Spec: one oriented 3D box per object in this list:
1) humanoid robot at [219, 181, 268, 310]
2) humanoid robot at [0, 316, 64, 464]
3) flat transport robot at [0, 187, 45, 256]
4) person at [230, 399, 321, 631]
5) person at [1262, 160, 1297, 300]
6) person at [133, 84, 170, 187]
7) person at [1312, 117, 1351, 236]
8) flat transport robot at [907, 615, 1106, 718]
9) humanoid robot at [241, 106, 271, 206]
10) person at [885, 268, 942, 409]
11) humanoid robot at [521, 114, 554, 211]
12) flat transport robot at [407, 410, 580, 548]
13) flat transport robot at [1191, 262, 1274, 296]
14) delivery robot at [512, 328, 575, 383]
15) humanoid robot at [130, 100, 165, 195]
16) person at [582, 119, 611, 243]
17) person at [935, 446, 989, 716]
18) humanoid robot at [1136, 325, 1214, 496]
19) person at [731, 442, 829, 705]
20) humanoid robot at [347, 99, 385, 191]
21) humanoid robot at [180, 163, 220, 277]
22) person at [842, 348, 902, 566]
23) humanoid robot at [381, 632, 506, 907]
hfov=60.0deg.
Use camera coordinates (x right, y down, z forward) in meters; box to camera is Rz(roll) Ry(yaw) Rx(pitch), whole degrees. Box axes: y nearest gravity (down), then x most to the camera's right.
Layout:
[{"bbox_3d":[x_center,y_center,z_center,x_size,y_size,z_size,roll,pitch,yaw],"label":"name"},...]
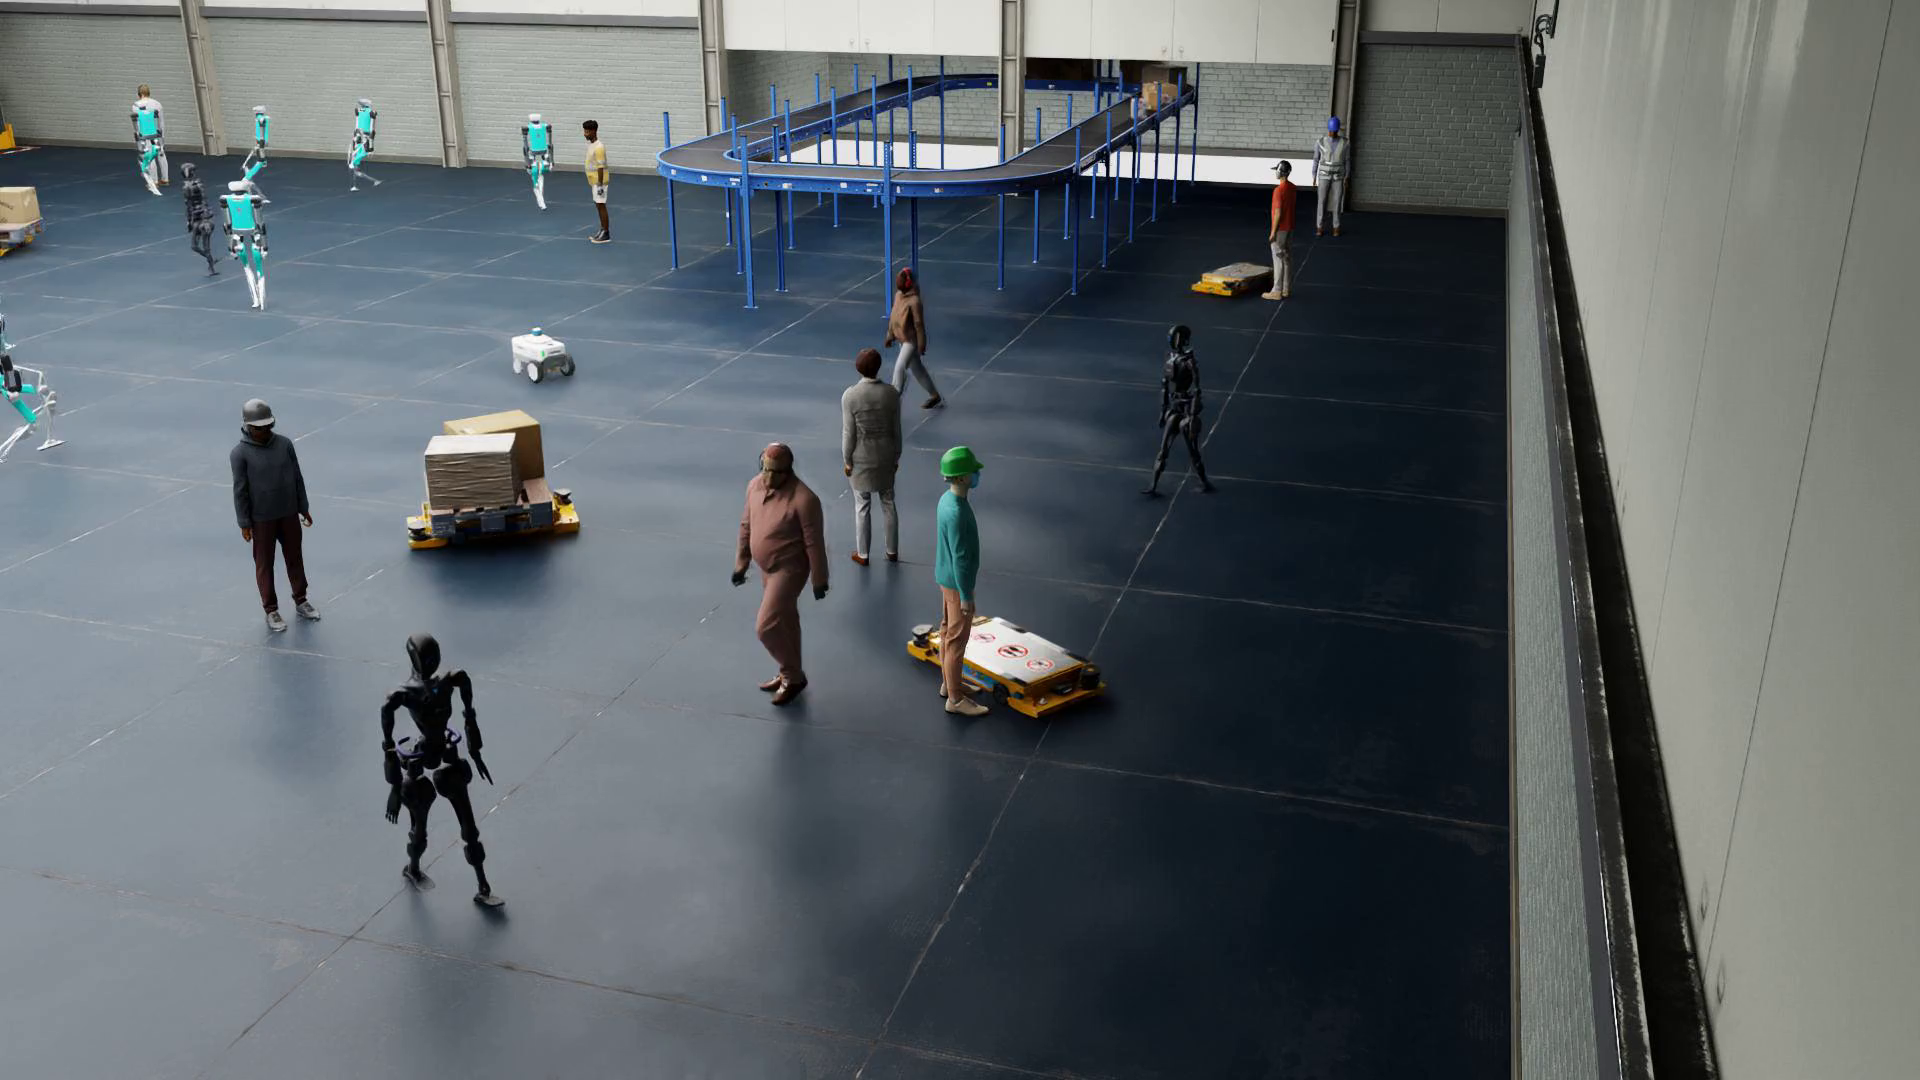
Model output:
[{"bbox_3d":[-9.569,-3.942,22.487,0.540,1.873,0.737,-2,21,-6],"label":"humanoid robot"},{"bbox_3d":[-9.219,-1.581,16.301,0.552,1.753,1.080,16,26,36],"label":"humanoid robot"},{"bbox_3d":[-15.304,-4.695,26.355,0.659,0.231,1.431,-3,21,-7],"label":"flat transport robot"},{"bbox_3d":[-5.192,-0.206,12.577,0.378,1.807,0.544,20,28,41],"label":"person"},{"bbox_3d":[4.423,-4.293,23.035,0.416,1.911,0.475,18,27,38],"label":"person"},{"bbox_3d":[-15.610,-7.794,32.096,0.369,1.934,0.628,10,23,24],"label":"person"},{"bbox_3d":[6.106,-5.984,27.387,0.621,1.935,0.410,2,21,5],"label":"person"},{"bbox_3d":[0.317,0.871,11.918,0.659,0.231,1.431,-17,27,-37],"label":"flat transport robot"},{"bbox_3d":[-12.871,-6.935,30.181,0.802,1.803,0.530,-7,22,-19],"label":"humanoid robot"},{"bbox_3d":[-0.541,-2.135,17.845,0.872,1.606,0.451,-11,24,-27],"label":"person"},{"bbox_3d":[-7.491,-6.681,29.459,0.542,1.737,0.975,-11,24,-26],"label":"humanoid robot"},{"bbox_3d":[-4.122,-0.186,14.659,1.431,0.231,0.659,-7,22,-18],"label":"flat transport robot"},{"bbox_3d":[3.985,-3.746,23.894,0.659,0.231,1.431,16,26,36],"label":"flat transport robot"},{"bbox_3d":[-4.891,-2.159,19.390,0.783,0.601,0.499,20,29,41],"label":"delivery robot"},{"bbox_3d":[-15.363,-7.380,31.318,0.883,1.783,0.557,14,25,33],"label":"humanoid robot"},{"bbox_3d":[-5.859,-5.799,26.876,0.375,1.958,0.602,-8,22,-19],"label":"person"},{"bbox_3d":[0.005,0.270,11.239,0.350,1.880,0.511,-2,21,-6],"label":"person"},{"bbox_3d":[2.035,-1.168,15.324,0.792,1.630,0.608,-10,23,-25],"label":"humanoid robot"},{"bbox_3d":[-1.245,0.222,11.364,0.539,1.885,0.610,-11,24,-27],"label":"person"},{"bbox_3d":[-11.357,-7.393,31.300,0.550,1.703,1.011,13,25,30],"label":"humanoid robot"},{"bbox_3d":[-11.135,-4.707,24.437,0.602,1.645,0.376,15,26,33],"label":"humanoid robot"},{"bbox_3d":[-0.731,-0.683,13.785,0.507,1.827,0.365,-6,22,-16],"label":"person"},{"bbox_3d":[-2.854,1.245,9.051,0.761,1.626,0.609,19,28,40],"label":"humanoid robot"}]
